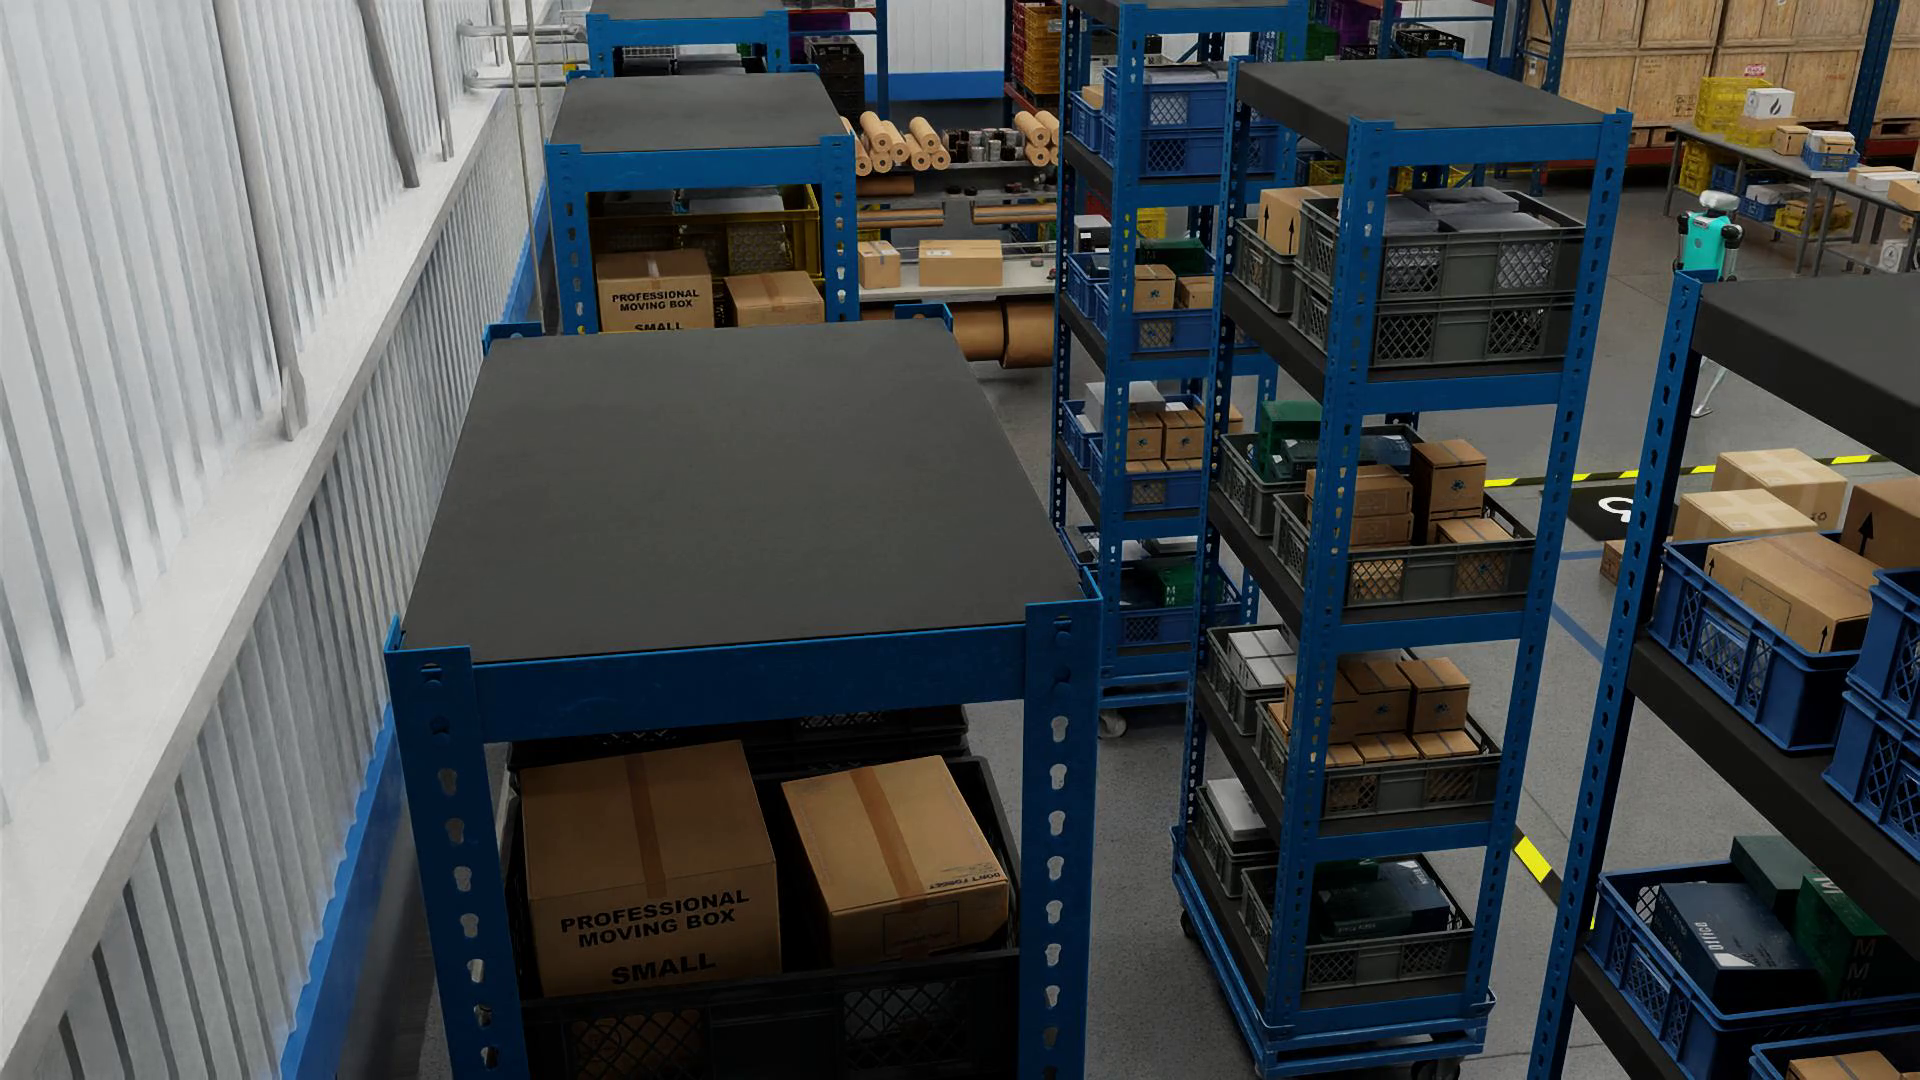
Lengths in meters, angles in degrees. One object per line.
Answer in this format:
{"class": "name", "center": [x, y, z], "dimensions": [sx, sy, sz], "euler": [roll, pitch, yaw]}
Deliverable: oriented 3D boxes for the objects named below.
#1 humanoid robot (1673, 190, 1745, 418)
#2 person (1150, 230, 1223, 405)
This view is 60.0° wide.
{"class": "humanoid robot", "center": [5.552, -1.704, 12.174], "dimensions": [0.735, 1.744, 0.538], "euler": [-11, 27, -23]}
{"class": "person", "center": [1.462, -1.103, 10.801], "dimensions": [0.589, 1.852, 0.399], "euler": [-1, 25, -2]}
